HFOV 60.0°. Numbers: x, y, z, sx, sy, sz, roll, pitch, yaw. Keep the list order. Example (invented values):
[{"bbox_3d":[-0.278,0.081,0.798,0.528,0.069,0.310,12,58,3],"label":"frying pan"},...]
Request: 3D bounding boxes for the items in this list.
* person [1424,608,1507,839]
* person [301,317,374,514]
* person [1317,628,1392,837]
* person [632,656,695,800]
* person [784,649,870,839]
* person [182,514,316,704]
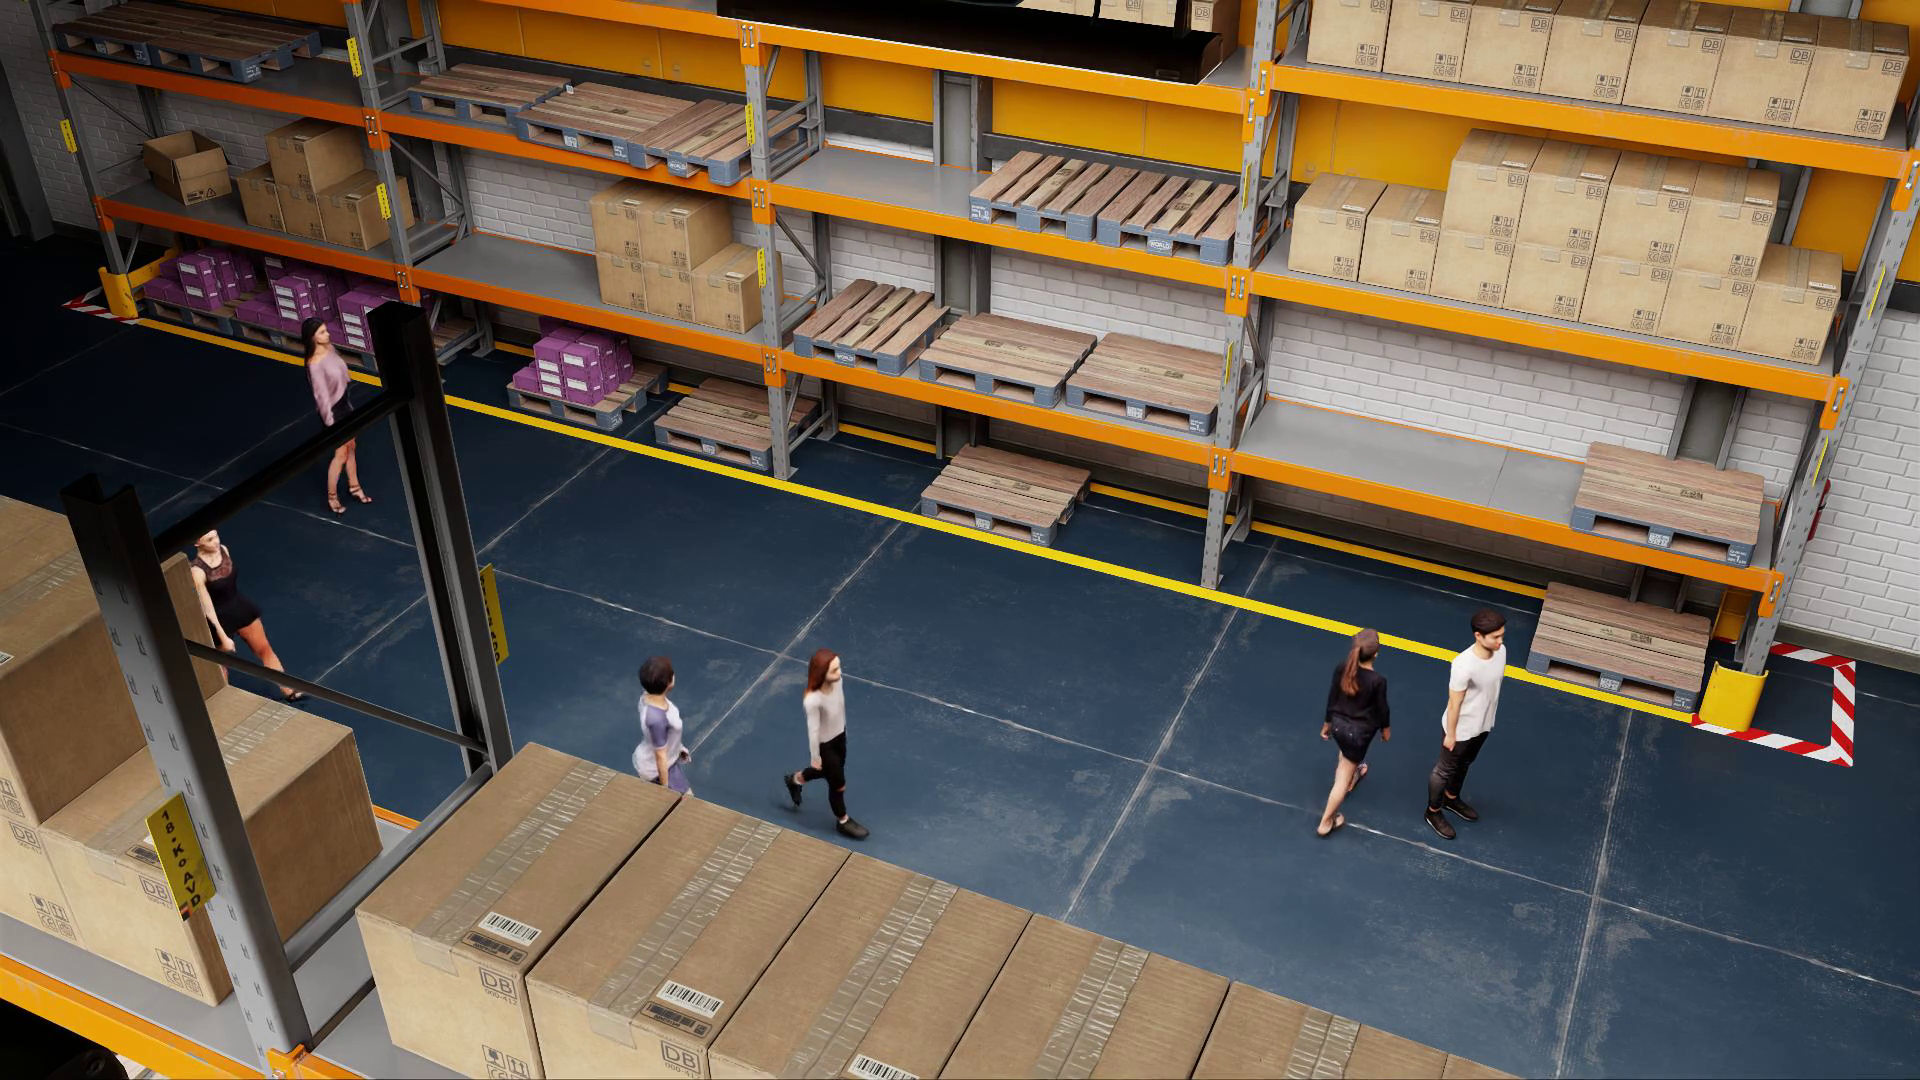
[{"bbox_3d":[3.297,1.151,10.796,0.700,1.722,0.683,-25,41,-32],"label":"person"},{"bbox_3d":[-5.302,-1.054,14.032,0.764,1.812,0.745,0,34,0],"label":"person"},{"bbox_3d":[2.507,1.272,10.793,0.797,1.524,0.948,-29,43,-36],"label":"person"},{"bbox_3d":[-1.971,1.432,10.543,0.866,1.534,0.806,-8,34,-12],"label":"person"},{"bbox_3d":[-0.910,1.296,10.806,0.873,1.470,0.546,15,37,22],"label":"person"},{"bbox_3d":[-5.284,0.533,11.789,0.995,1.652,0.698,9,35,13],"label":"person"}]
